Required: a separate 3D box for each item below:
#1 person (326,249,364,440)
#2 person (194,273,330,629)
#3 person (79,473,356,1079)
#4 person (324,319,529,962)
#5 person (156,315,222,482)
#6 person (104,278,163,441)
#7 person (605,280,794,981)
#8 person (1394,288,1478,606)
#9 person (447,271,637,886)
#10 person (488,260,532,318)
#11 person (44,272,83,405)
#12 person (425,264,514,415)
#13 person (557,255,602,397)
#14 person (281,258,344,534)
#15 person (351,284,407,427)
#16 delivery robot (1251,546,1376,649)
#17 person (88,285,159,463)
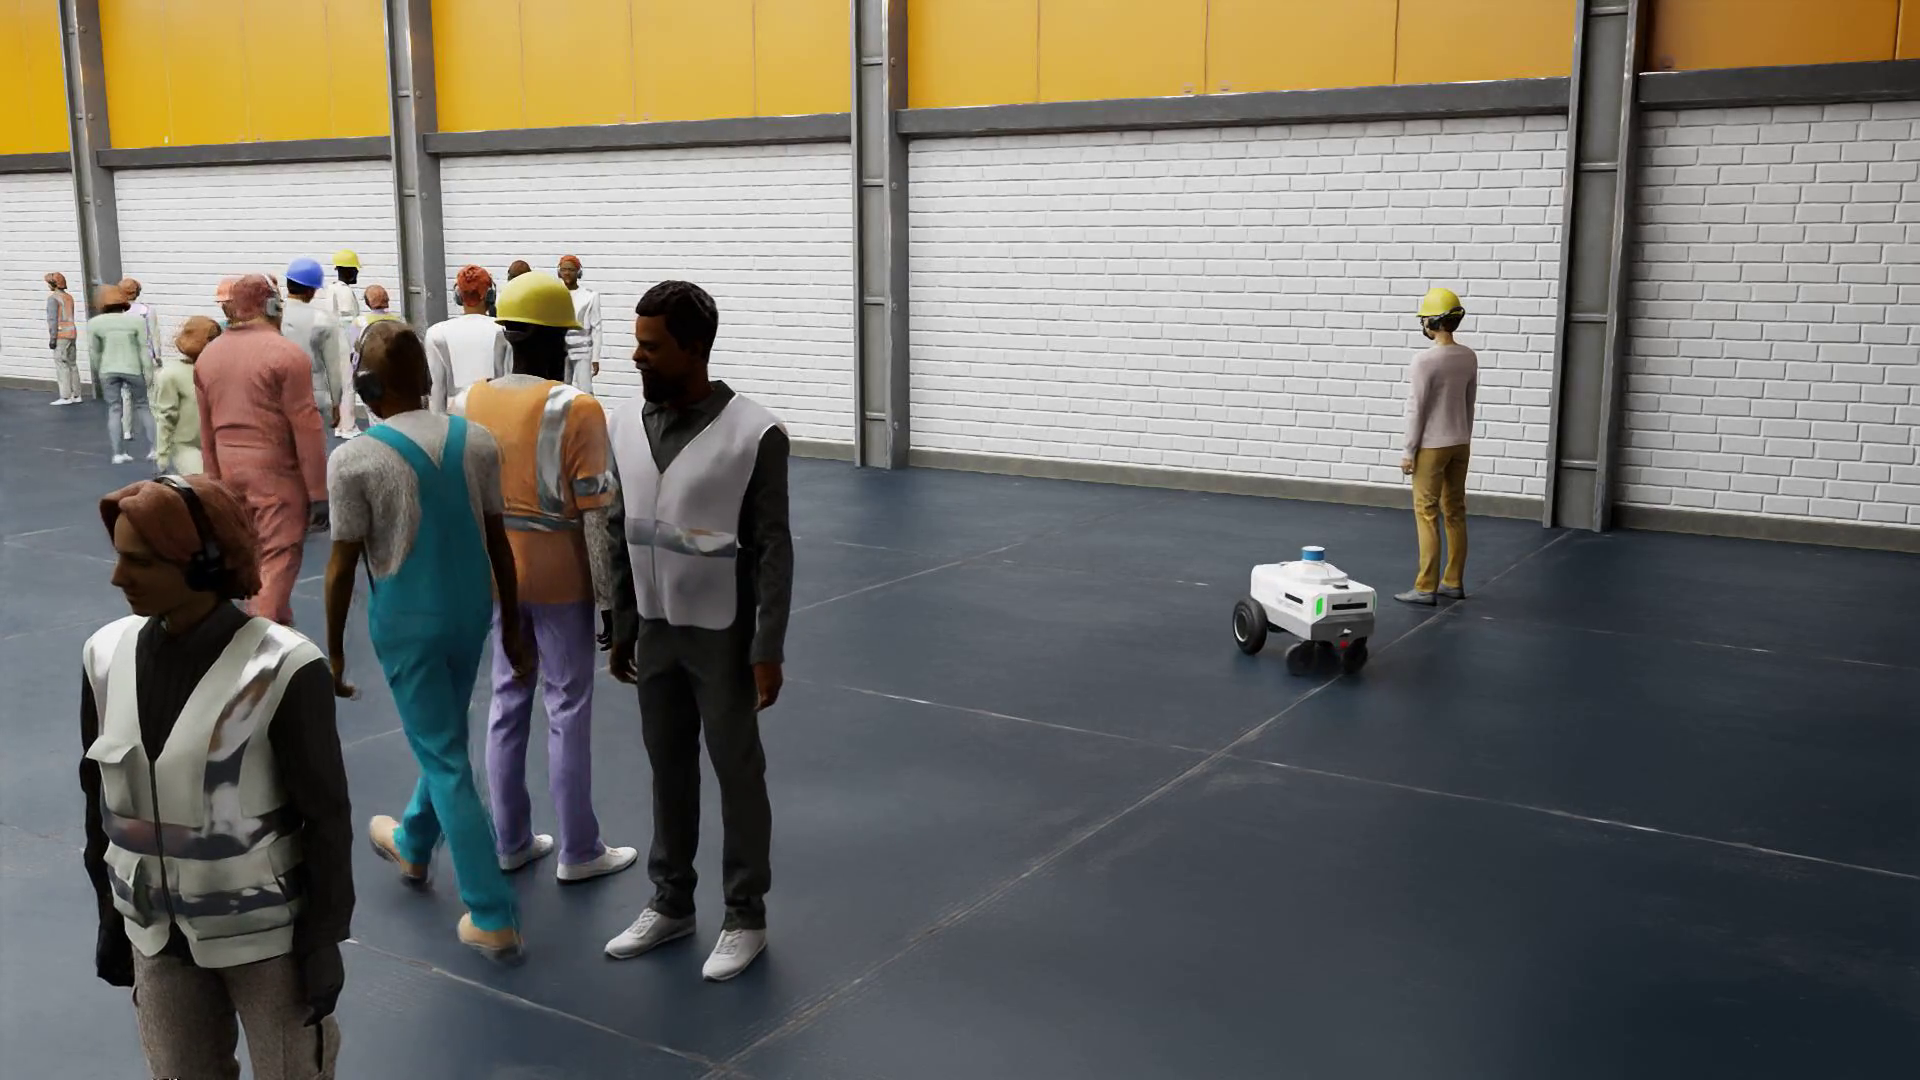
[{"bbox_3d":[-6.220,-1.981,16.925,0.382,1.924,0.594,-7,12,-33],"label":"person"},{"bbox_3d":[-3.218,-0.262,7.631,0.659,1.885,0.816,5,11,24],"label":"person"},{"bbox_3d":[-1.290,0.693,2.912,0.520,1.636,0.312,3,11,17],"label":"person"},{"bbox_3d":[-1.591,0.269,4.820,0.958,1.794,0.521,9,13,40],"label":"person"},{"bbox_3d":[-4.510,-0.523,9.763,0.740,1.601,0.538,5,12,27],"label":"person"},{"bbox_3d":[-8.346,-1.818,16.823,0.523,1.636,0.309,-2,10,-9],"label":"person"},{"bbox_3d":[-0.721,0.248,4.604,0.590,1.916,0.399,6,12,30],"label":"person"},{"bbox_3d":[2.654,-0.516,9.273,0.528,1.762,0.334,-7,12,-34],"label":"person"},{"bbox_3d":[-1.312,0.128,5.239,0.594,1.924,0.370,4,11,23],"label":"person"},{"bbox_3d":[-3.956,-1.609,15.102,0.625,1.844,0.429,-5,11,-26],"label":"person"},{"bbox_3d":[-11.049,-2.479,20.501,0.312,1.631,0.529,-1,10,-3],"label":"person"},{"bbox_3d":[-2.681,-0.595,9.354,0.573,1.887,0.357,0,10,-2],"label":"person"},{"bbox_3d":[-3.615,-1.704,15.507,0.573,1.885,0.354,3,11,14],"label":"person"},{"bbox_3d":[-4.501,-0.942,11.247,0.652,1.906,0.561,-2,10,-11],"label":"person"},{"bbox_3d":[-5.046,-1.406,14.529,0.522,1.640,0.311,-9,14,-42],"label":"person"},{"bbox_3d":[1.687,0.274,7.968,0.477,0.478,0.707,-3,11,-17],"label":"delivery robot"},{"bbox_3d":[-7.604,-1.511,15.155,0.530,1.617,0.388,-3,11,-16],"label":"person"}]
